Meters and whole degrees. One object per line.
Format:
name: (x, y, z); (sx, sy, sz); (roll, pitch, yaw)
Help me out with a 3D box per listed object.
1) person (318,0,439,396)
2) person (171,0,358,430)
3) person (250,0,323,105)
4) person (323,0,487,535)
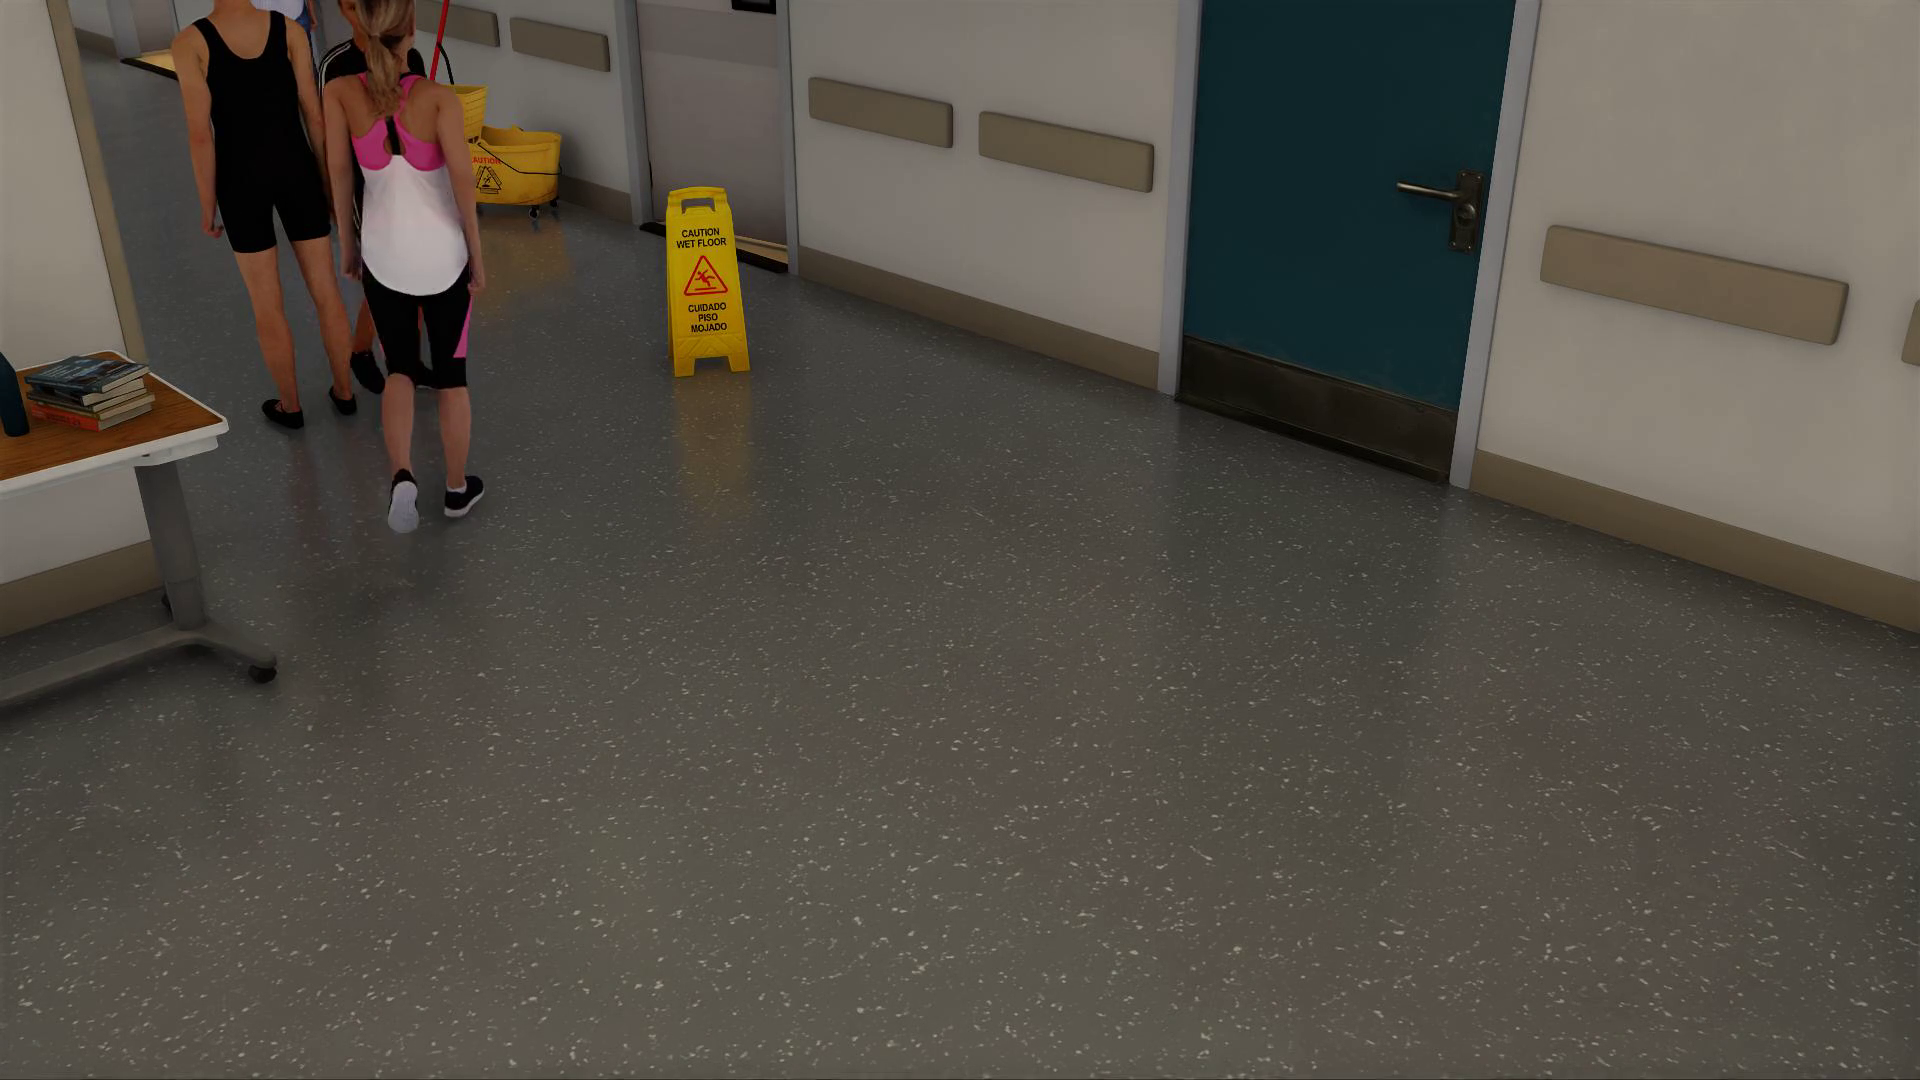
person: (-2.292, -1.356, 6.462); (0.750, 1.656, 0.702); (15, 29, 28)
person: (-2.564, -1.309, 6.182); (0.676, 1.814, 0.560); (-18, 31, -32)
person: (-4.420, -3.456, 10.753); (0.726, 1.711, 0.719); (-12, 28, -23)
person: (-1.739, -0.820, 5.218); (0.954, 1.770, 1.027); (-1, 26, -2)
